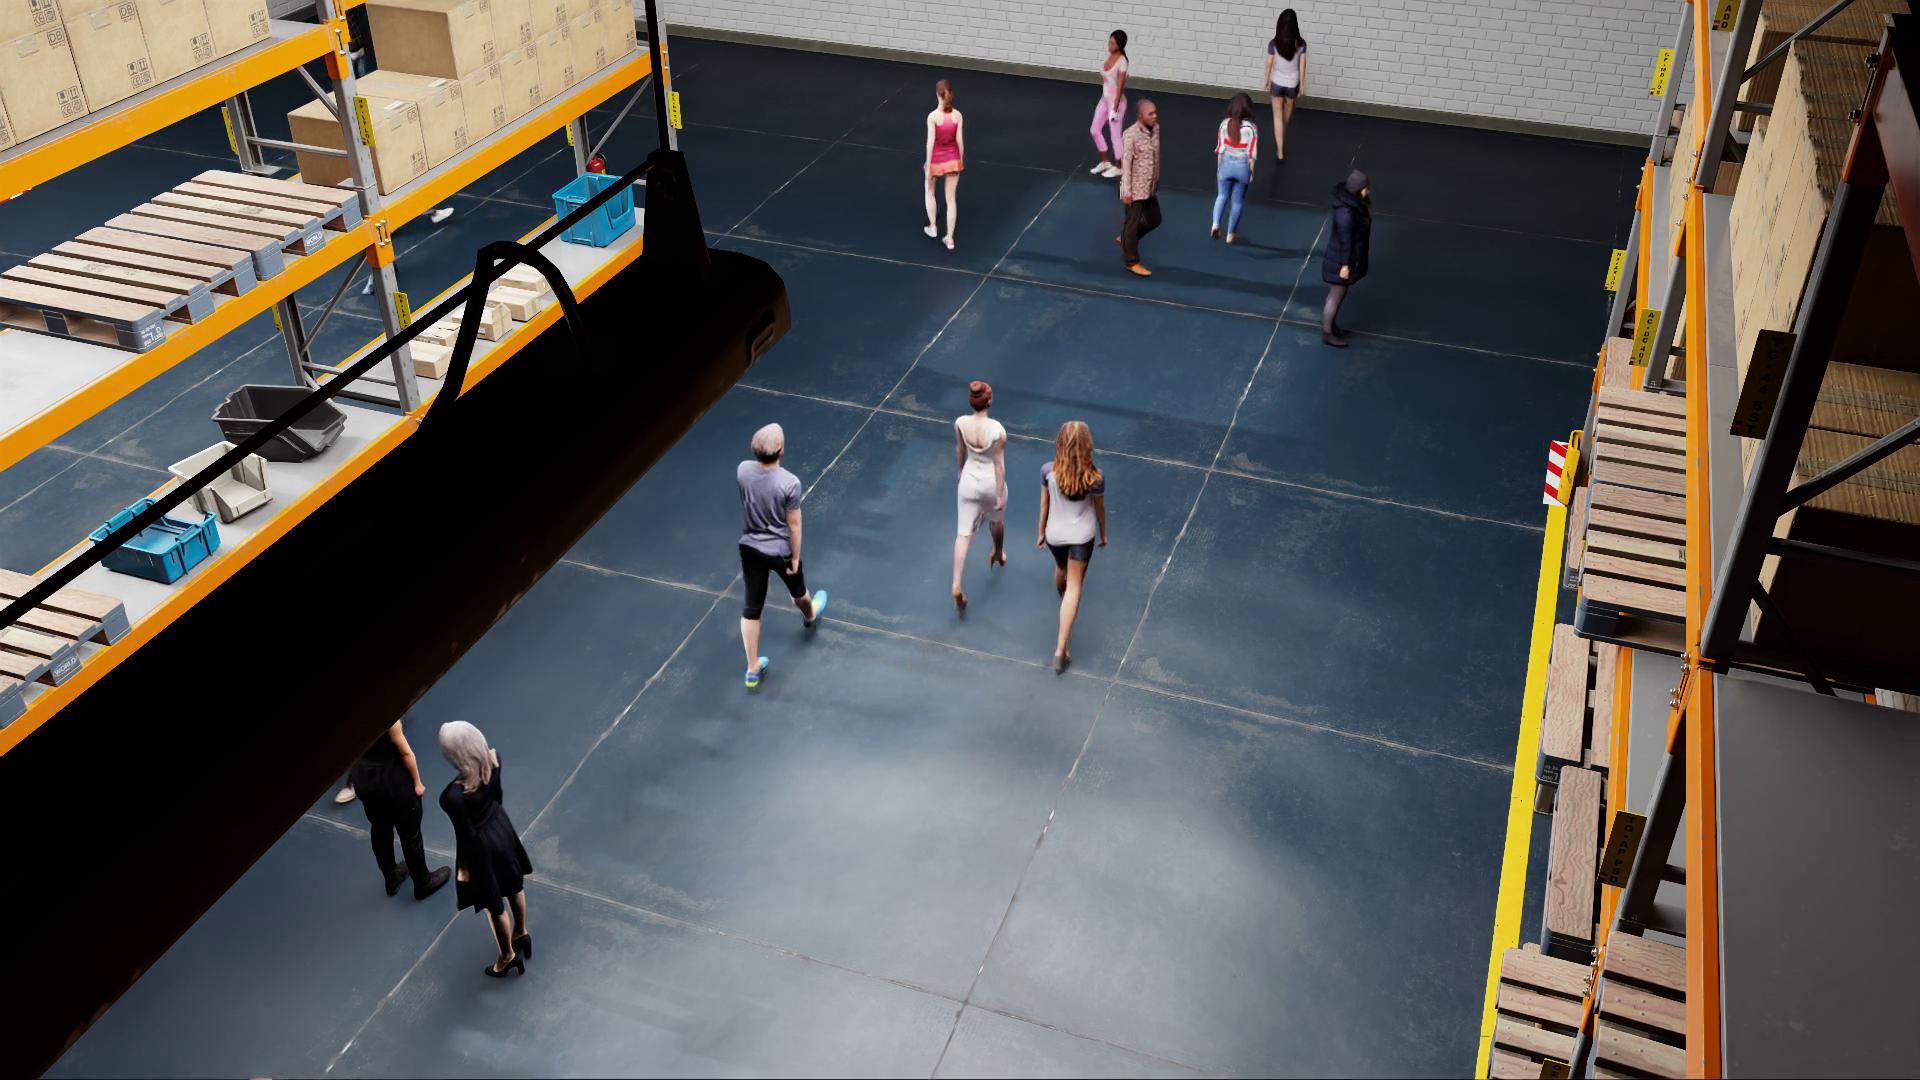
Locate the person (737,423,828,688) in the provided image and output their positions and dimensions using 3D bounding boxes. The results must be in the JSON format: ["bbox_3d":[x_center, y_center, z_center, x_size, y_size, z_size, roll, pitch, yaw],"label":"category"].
[{"bbox_3d":[-1.309,0.141,11.074,0.656,1.826,1.223,10,35,15],"label":"person"}]

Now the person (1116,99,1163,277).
[{"bbox_3d":[1.739,-3.562,16.672,0.923,1.796,0.857,28,43,35],"label":"person"}]

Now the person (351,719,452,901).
[{"bbox_3d":[-3.247,1.349,9.380,0.582,1.689,0.549,10,35,15],"label":"person"}]

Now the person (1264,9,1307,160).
[{"bbox_3d":[3.774,-5.260,19.342,0.866,1.667,1.154,0,34,1],"label":"person"}]

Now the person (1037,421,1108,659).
[{"bbox_3d":[0.737,0.029,11.362,0.658,1.693,1.089,9,35,14],"label":"person"}]

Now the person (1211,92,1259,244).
[{"bbox_3d":[2.822,-3.806,17.215,0.632,1.601,0.769,15,36,21],"label":"person"}]

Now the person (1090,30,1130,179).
[{"bbox_3d":[1.816,-4.903,18.756,0.811,1.723,0.746,-11,35,-16],"label":"person"}]

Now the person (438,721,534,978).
[{"bbox_3d":[-2.533,1.646,8.879,0.662,1.749,0.511,9,35,14],"label":"person"}]

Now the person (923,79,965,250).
[{"bbox_3d":[-0.145,-3.837,17.141,0.821,1.734,0.900,-10,35,-15],"label":"person"}]

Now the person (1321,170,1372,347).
[{"bbox_3d":[3.540,-2.610,15.349,0.738,1.674,0.588,9,35,13],"label":"person"}]

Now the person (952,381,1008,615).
[{"bbox_3d":[0.092,-0.288,11.788,0.672,1.749,1.110,16,37,22],"label":"person"}]
